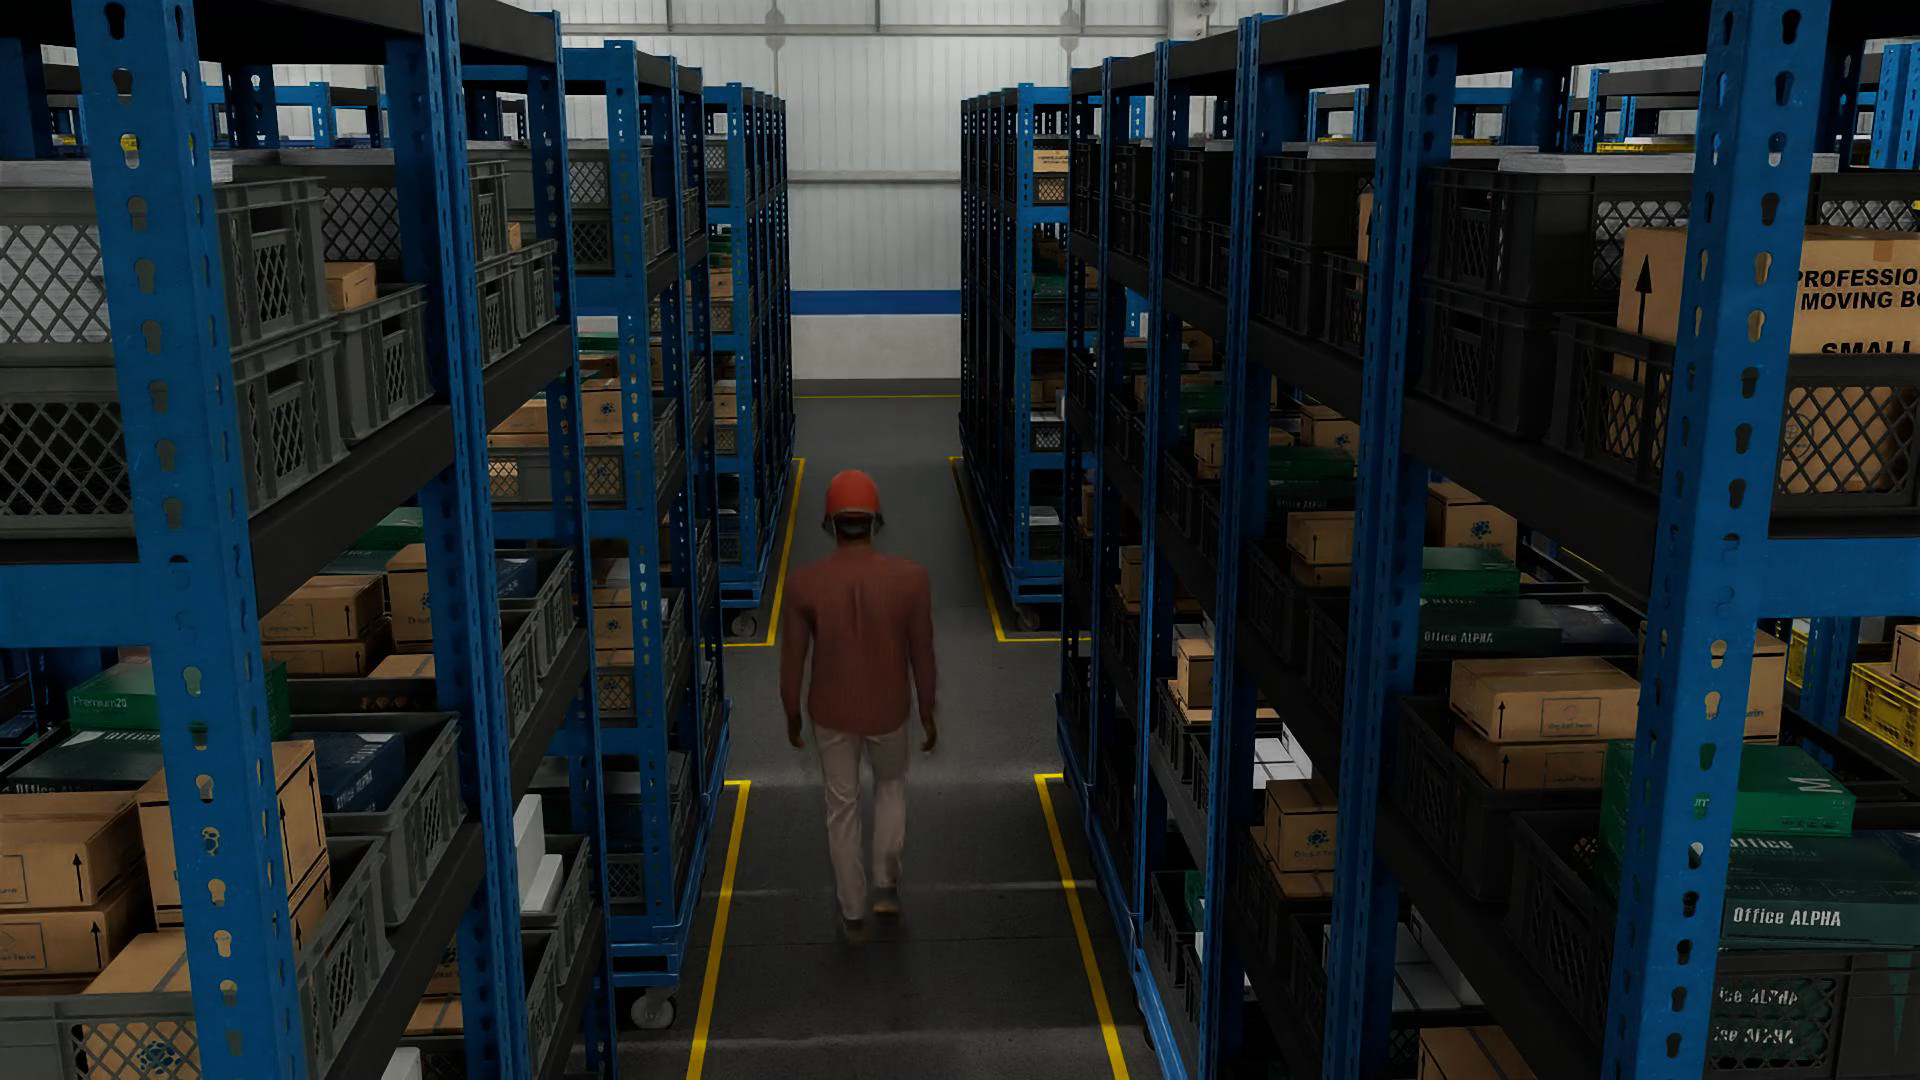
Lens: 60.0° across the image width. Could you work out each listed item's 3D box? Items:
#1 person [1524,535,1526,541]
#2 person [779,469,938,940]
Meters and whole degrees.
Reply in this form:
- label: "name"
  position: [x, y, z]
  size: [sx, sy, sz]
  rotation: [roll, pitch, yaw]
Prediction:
- label: "person"
  position: [2.956, 0.153, 9.356]
  size: [0.555, 1.834, 0.566]
  rotation: [1, 14, 2]
- label: "person"
  position: [-0.425, 0.681, 6.907]
  size: [0.651, 1.977, 0.477]
  rotation: [-2, 14, -7]
